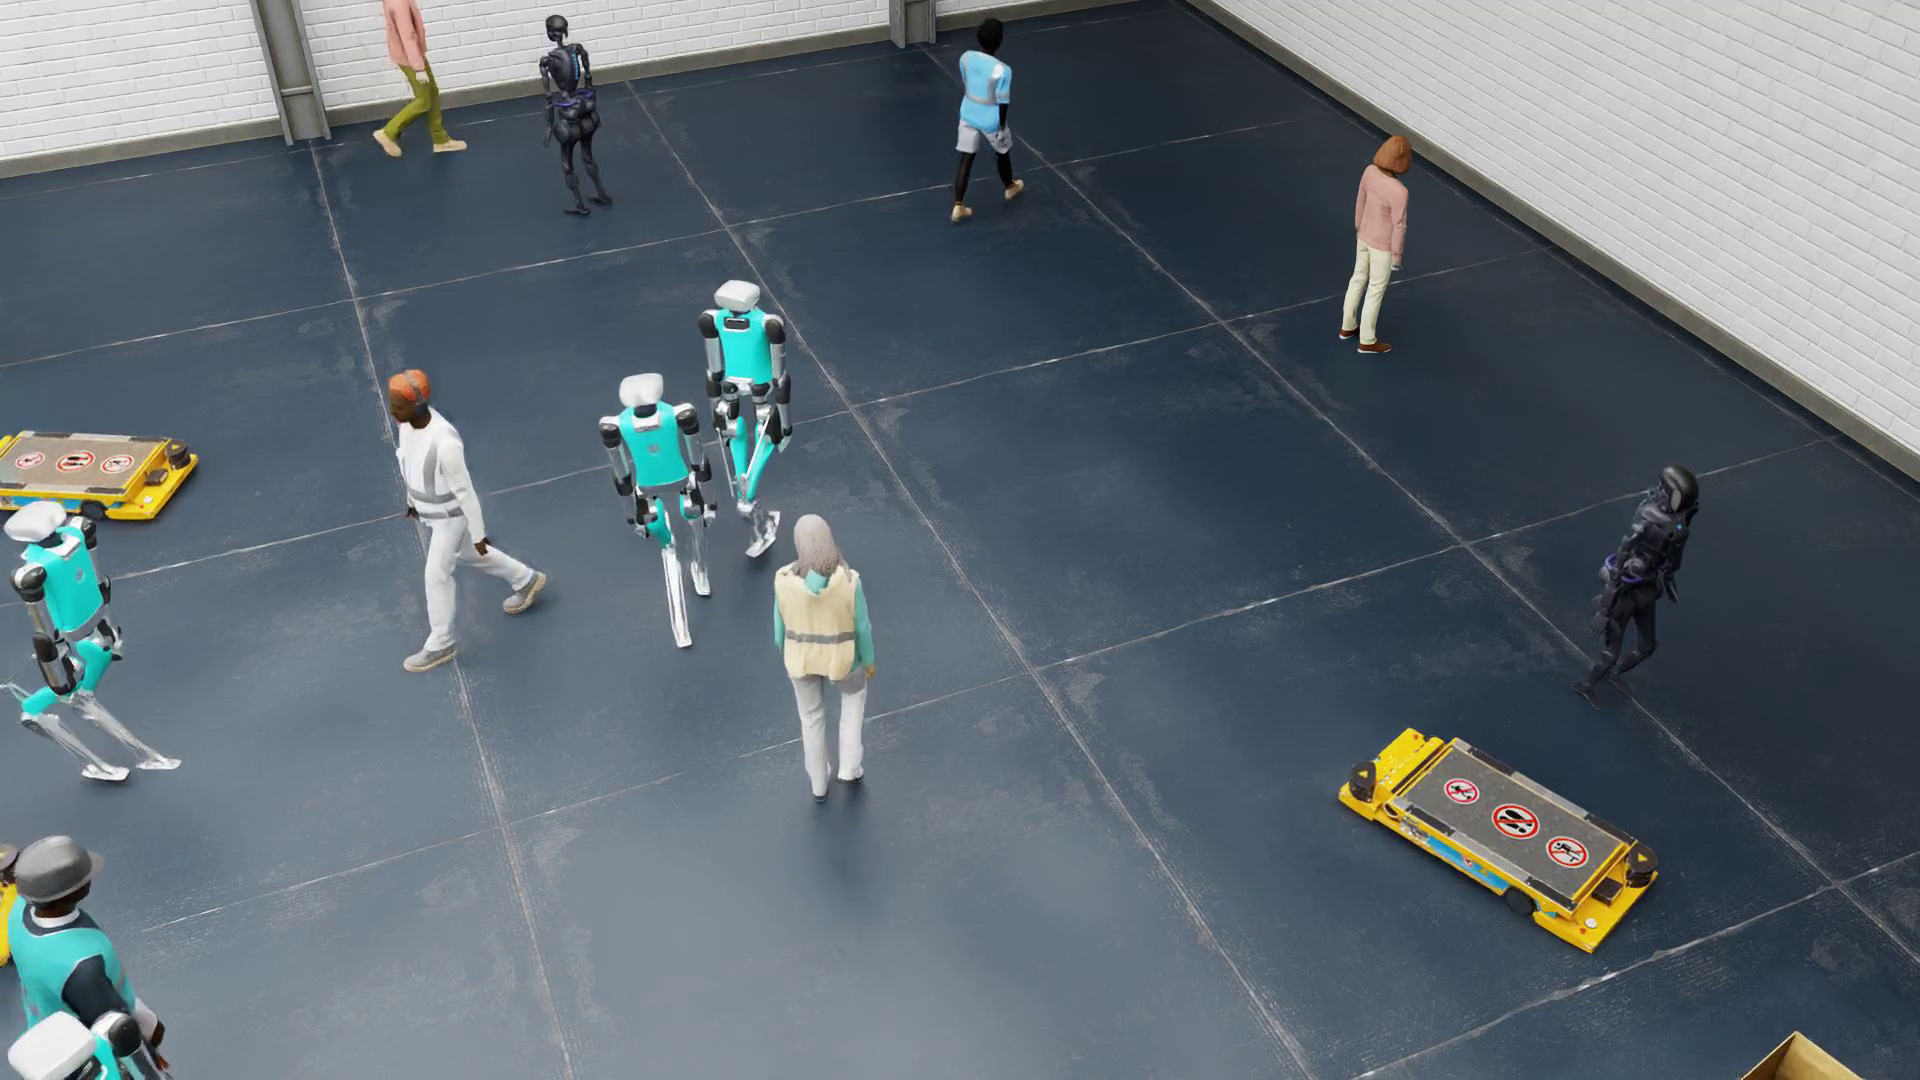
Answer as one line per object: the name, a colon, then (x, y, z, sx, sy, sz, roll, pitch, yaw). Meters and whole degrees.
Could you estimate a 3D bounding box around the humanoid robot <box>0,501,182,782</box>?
humanoid robot: (-4.545, 0.562, 8.334, 0.706, 1.792, 0.549, 6, 38, 8)

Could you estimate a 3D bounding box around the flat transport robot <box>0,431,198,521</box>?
flat transport robot: (-5.807, -0.420, 10.821, 1.431, 0.231, 0.659, 3, 38, 4)

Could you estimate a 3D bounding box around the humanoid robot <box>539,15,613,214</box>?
humanoid robot: (-3.183, -3.476, 13.640, 0.331, 1.639, 0.612, 21, 42, 25)

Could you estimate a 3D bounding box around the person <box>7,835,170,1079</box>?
person: (-3.352, 1.869, 6.482, 0.472, 1.918, 0.596, -31, 47, -34)

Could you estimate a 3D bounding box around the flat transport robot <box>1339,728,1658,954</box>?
flat transport robot: (2.700, 1.454, 8.381, 1.431, 0.231, 0.659, 31, 47, 34)

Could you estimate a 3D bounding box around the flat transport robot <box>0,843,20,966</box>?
flat transport robot: (-5.239, 1.853, 7.862, 1.431, 0.231, 0.659, -9, 38, -11)

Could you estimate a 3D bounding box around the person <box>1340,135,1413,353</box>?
person: (2.999, -2.120, 11.910, 0.268, 1.631, 0.508, -14, 40, -18)

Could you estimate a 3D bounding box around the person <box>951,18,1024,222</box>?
person: (0.217, -3.467, 13.651, 0.530, 1.646, 0.893, 22, 43, 26)

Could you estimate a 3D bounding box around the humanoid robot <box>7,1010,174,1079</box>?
humanoid robot: (-2.790, 2.394, 5.959, 0.766, 1.774, 0.546, 17, 41, 21)

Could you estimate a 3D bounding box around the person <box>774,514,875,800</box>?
person: (-0.678, 0.601, 8.319, 0.503, 1.691, 0.436, 1, 38, 2)

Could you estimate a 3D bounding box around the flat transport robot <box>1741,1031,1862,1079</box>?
flat transport robot: (3.421, 2.908, 6.488, 1.431, 0.231, 0.659, -18, 41, -22)

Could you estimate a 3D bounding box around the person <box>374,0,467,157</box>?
person: (-4.818, -4.182, 14.452, 0.669, 1.817, 0.533, -12, 39, -15)

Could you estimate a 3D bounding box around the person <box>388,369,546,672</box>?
person: (-2.800, -0.182, 9.216, 0.919, 1.852, 0.595, -26, 45, -30)

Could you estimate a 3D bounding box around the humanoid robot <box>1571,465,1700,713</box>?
humanoid robot: (3.572, 0.260, 8.787, 0.608, 1.638, 0.348, -22, 43, -26)

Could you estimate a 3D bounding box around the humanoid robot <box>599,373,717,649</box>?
humanoid robot: (-1.662, -0.293, 9.473, 0.581, 1.781, 0.904, -4, 38, -5)

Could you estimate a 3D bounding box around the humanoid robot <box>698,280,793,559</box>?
humanoid robot: (-1.315, -0.591, 9.862, 0.574, 1.782, 0.854, 10, 39, 13)
